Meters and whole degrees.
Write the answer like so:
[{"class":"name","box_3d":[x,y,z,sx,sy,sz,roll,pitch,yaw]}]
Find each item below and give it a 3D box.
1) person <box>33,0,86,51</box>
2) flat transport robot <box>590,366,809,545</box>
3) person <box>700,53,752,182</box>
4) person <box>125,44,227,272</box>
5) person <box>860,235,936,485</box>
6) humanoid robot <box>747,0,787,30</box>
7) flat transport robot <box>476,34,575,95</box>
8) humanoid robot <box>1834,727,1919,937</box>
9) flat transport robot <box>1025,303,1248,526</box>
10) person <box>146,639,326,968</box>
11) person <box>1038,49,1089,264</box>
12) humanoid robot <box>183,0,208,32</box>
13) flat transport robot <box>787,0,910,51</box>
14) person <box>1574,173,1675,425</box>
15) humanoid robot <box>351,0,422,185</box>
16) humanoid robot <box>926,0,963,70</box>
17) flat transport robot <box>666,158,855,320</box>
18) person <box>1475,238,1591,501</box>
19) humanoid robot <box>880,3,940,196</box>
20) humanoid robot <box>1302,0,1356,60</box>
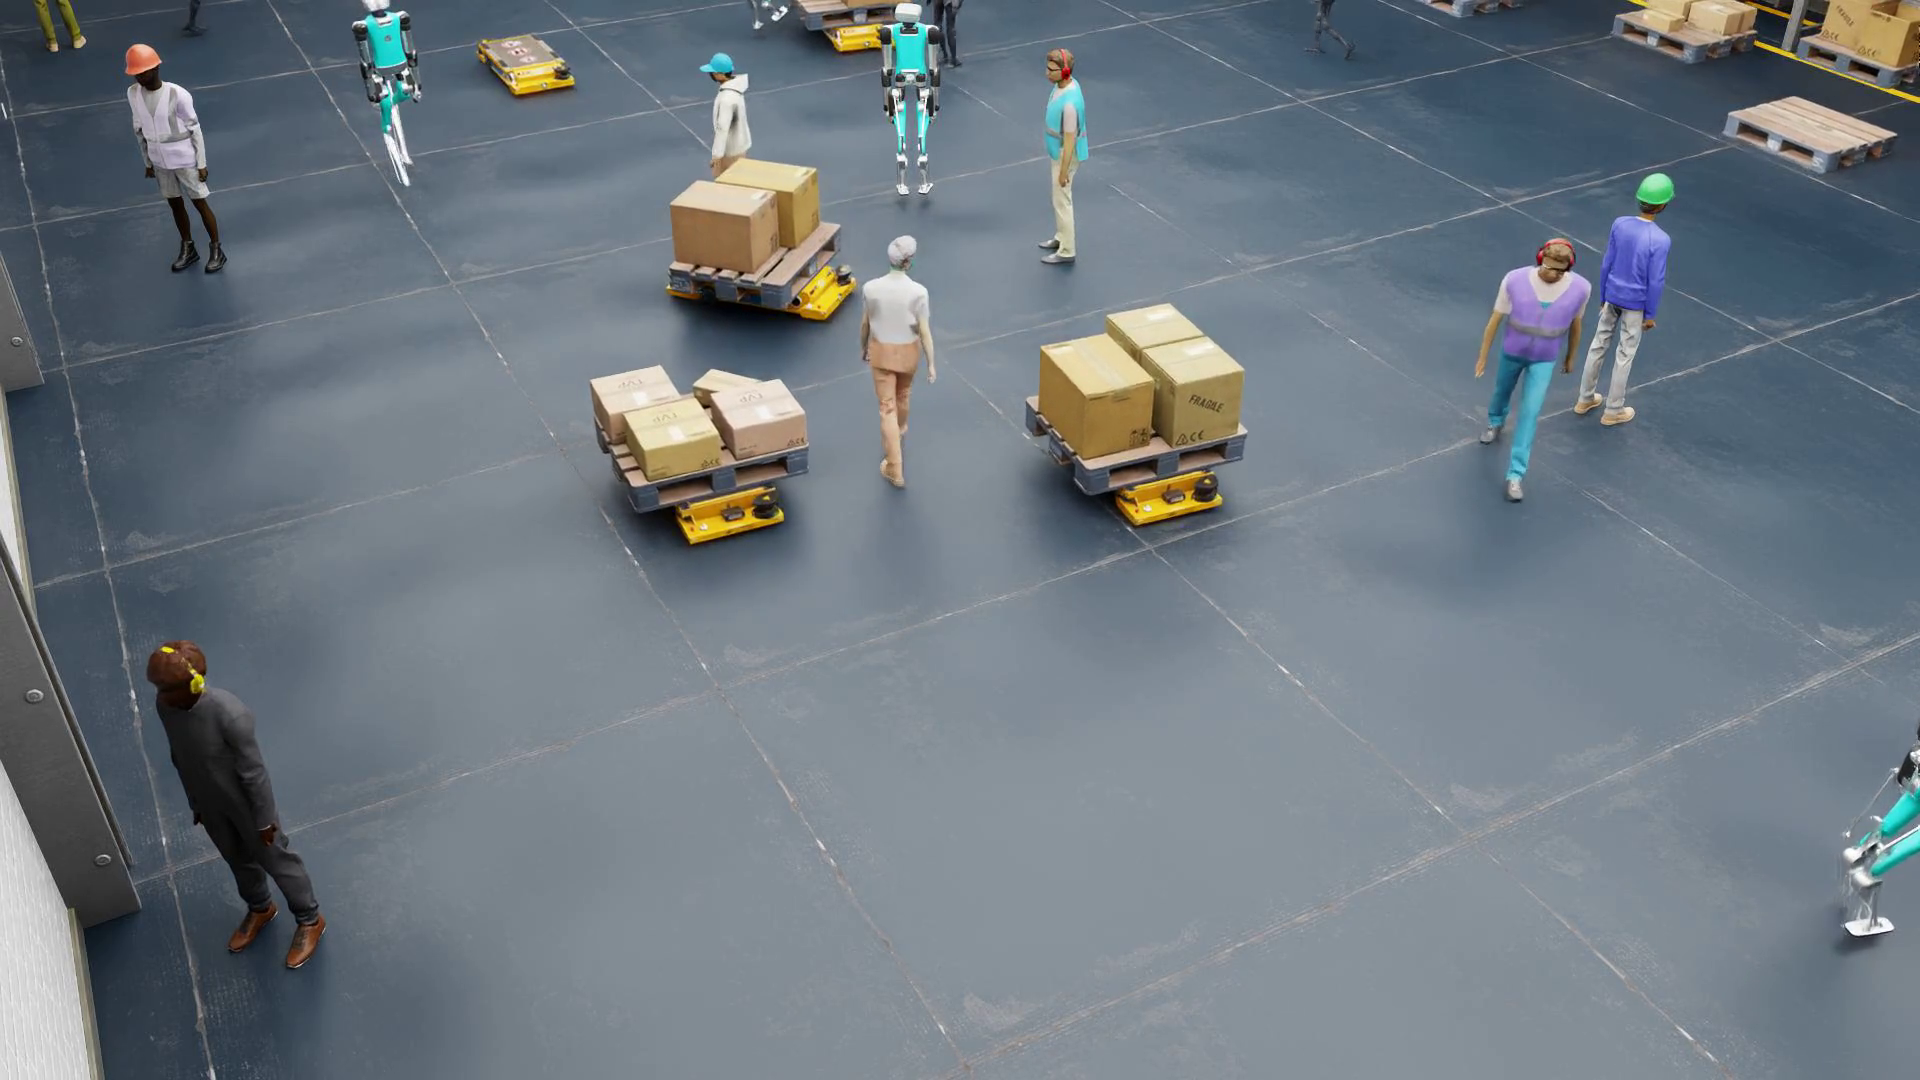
[{"class":"person","box_3d":[-10.199,-6.354,18.422,0.520,1.837,0.366,-14,37,-19]},{"class":"flat transport robot","box_3d":[-1.754,-0.474,11.392,0.659,0.231,1.431,-15,38,-20]},{"class":"person","box_3d":[-2.066,-3.351,14.287,0.604,1.657,0.490,-3,35,-4]},{"class":"person","box_3d":[-6.507,-3.137,13.742,0.551,1.935,0.362,5,35,7]},{"class":"person","box_3d":[-0.428,-1.282,11.305,0.527,1.684,0.857,-2,35,-3]},{"class":"humanoid robot","box_3d":[-2.202,-6.570,18.807,0.581,1.724,1.020,10,36,14]},{"class":"flat transport robot","box_3d":[-4.759,-5.203,18.144,0.659,0.231,1.431,-18,39,-24]},{"class":"humanoid robot","box_3d":[4.396,1.248,7.719,0.749,1.865,0.540,-8,36,-11]},{"class":"flat transport robot","box_3d":[1.187,-0.598,11.569,0.659,0.231,1.431,-13,37,-18]},{"class":"person","box_3d":[-3.330,1.198,7.620,0.487,1.866,0.352,12,37,16]},{"class":"person","box_3d":[0.882,-3.208,13.934,0.382,1.835,0.572,-1,35,-1]},{"class":"humanoid robot","box_3d":[-8.826,-6.609,18.935,0.438,1.641,0.587,3,35,4]},{"class":"flat transport robot","box_3d":[-1.291,-5.997,19.279,0.659,0.231,1.431,-12,37,-16]},{"class":"person","box_3d":[4.716,-1.692,11.736,0.341,1.873,0.461,-24,41,-30]},{"class":"humanoid robot","box_3d":[-5.342,-4.227,15.486,0.548,1.804,0.810,-23,41,-30]},{"class":"humanoid robot","box_3d":[-0.151,-5.933,17.979,0.361,1.655,0.588,-24,42,-30]},{"class":"flat transport robot","box_3d":[-1.652,-2.139,13.769,1.431,0.231,0.659,11,37,15]},{"class":"person","box_3d":[3.813,-1.260,11.197,0.620,1.782,1.003,9,36,13]},{"class":"humanoid robot","box_3d":[-0.446,-3.860,14.831,0.533,1.677,0.735,1,35,1]},{"class":"humanoid robot","box_3d":[4.147,-6.120,18.243,0.652,1.629,0.589,19,39,25]}]
